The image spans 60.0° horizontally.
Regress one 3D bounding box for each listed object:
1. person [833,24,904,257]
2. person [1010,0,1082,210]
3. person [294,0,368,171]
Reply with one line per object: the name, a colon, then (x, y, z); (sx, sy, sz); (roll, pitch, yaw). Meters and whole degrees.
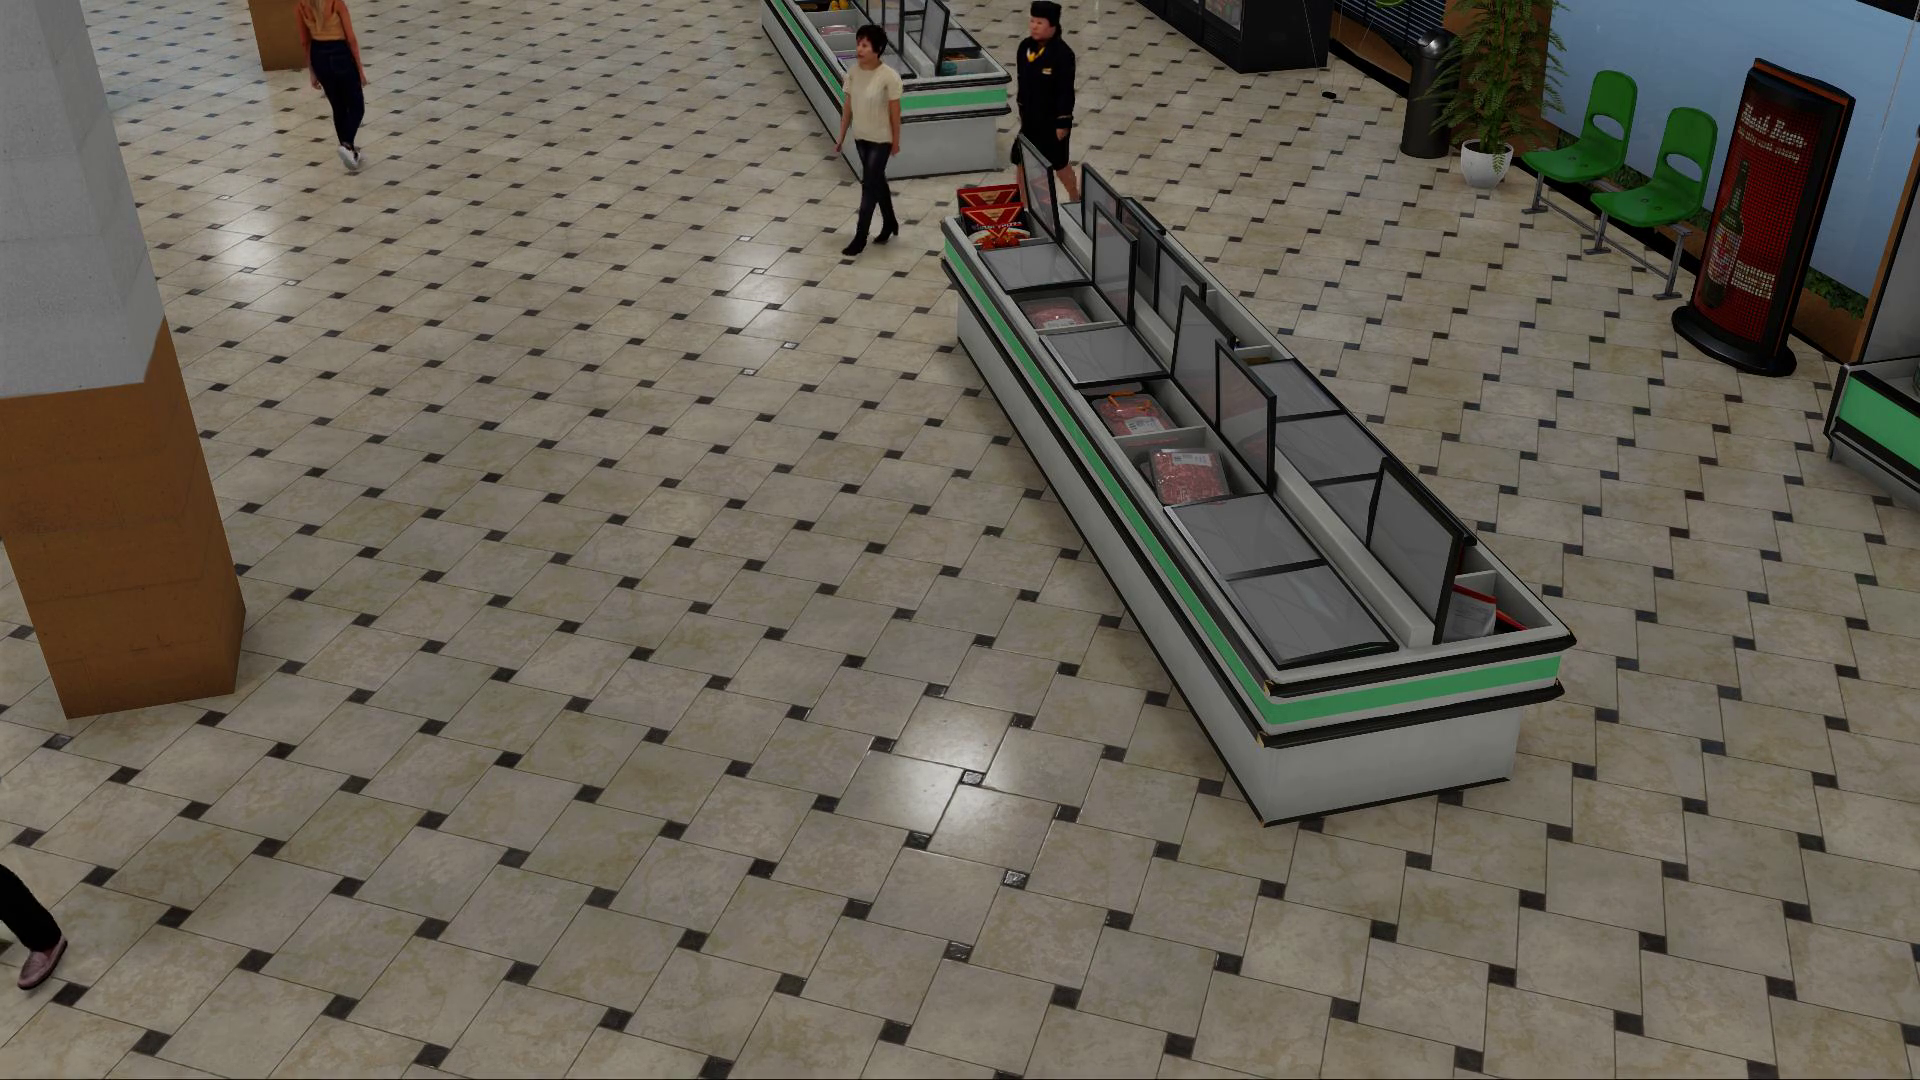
person: (-0.555, -2.798, 11.587); (0.923, 1.563, 0.923); (25, 40, 34)
person: (0.662, -2.954, 11.767); (1.112, 1.638, 1.087); (27, 41, 36)
person: (-4.839, -3.612, 12.845); (0.709, 1.618, 0.921); (-1, 32, -1)
